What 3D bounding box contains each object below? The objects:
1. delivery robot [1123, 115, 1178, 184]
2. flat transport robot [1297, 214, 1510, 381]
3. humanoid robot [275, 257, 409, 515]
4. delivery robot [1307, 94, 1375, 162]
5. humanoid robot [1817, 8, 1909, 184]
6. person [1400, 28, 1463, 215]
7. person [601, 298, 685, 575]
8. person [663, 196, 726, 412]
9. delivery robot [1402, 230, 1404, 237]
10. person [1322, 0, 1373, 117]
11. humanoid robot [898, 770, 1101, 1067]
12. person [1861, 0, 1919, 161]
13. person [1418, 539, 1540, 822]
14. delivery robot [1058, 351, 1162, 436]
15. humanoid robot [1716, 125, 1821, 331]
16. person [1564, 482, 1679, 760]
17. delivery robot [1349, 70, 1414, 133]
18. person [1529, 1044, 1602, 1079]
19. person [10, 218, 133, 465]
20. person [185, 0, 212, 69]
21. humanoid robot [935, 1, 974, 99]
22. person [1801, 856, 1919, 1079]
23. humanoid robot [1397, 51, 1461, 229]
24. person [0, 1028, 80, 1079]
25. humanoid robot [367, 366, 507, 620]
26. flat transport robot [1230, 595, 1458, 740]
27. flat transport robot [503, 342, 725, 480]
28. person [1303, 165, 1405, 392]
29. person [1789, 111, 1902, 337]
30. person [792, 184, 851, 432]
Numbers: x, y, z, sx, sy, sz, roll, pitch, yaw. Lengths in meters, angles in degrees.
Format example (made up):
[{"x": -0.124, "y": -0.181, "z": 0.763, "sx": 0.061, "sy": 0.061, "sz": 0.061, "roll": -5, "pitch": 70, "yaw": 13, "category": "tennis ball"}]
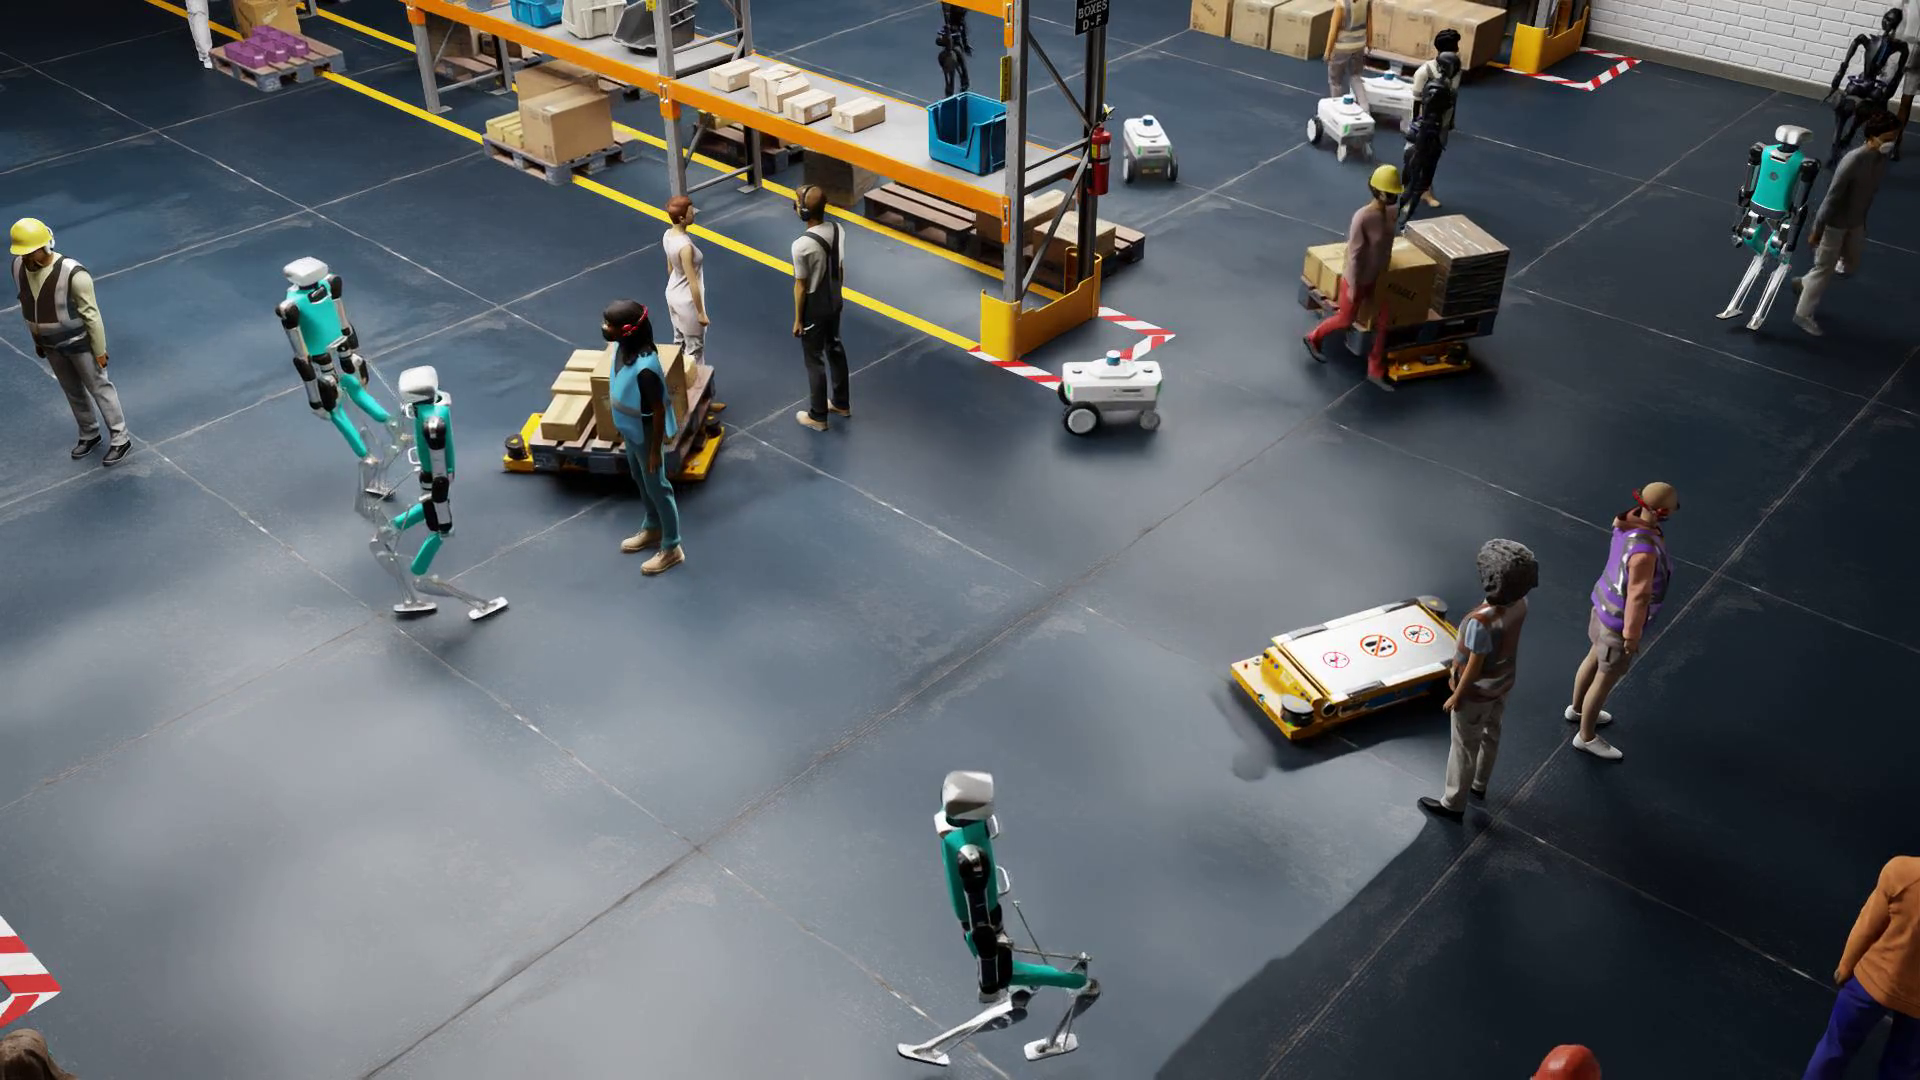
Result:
[{"x": 1.806, "y": -3.777, "z": 16.043, "sx": 0.499, "sy": 0.608, "sz": 0.799, "roll": -4, "pitch": 35, "yaw": -5, "category": "delivery robot"}, {"x": 3.421, "y": -1.707, "z": 13.284, "sx": 0.659, "sy": 0.231, "sz": 1.431, "roll": -10, "pitch": 36, "yaw": -14, "category": "flat transport robot"}, {"x": -3.950, "y": -0.969, "z": 10.937, "sx": 0.664, "sy": 1.811, "sz": 0.539, "roll": 12, "pitch": 36, "yaw": 17, "category": "humanoid robot"}, {"x": 3.825, "y": -4.136, "z": 16.546, "sx": 0.499, "sy": 0.589, "sz": 0.785, "roll": -8, "pitch": 35, "yaw": -11, "category": "delivery robot"}, {"x": 8.483, "y": -4.189, "z": 15.697, "sx": 0.635, "sy": 1.639, "sz": 0.723, "roll": 7, "pitch": 35, "yaw": 10, "category": "humanoid robot"}, {"x": 4.271, "y": -3.791, "z": 15.052, "sx": 0.535, "sy": 1.691, "sz": 0.319, "roll": -18, "pitch": 38, "yaw": -24, "category": "person"}, {"x": -1.967, "y": -0.653, "z": 10.350, "sx": 0.372, "sy": 1.864, "sz": 0.540, "roll": -20, "pitch": 39, "yaw": -26, "category": "person"}, {"x": -1.961, "y": -1.706, "z": 12.054, "sx": 0.285, "sy": 1.661, "sz": 0.443, "roll": -19, "pitch": 39, "yaw": -25, "category": "person"}, {"x": 3.721, "y": -2.308, "z": 13.902, "sx": 0.789, "sy": 0.593, "sz": 0.499, "roll": -27, "pitch": 43, "yaw": -33, "category": "delivery robot"}, {"x": 3.915, "y": -4.920, "z": 16.644, "sx": 0.539, "sy": 1.738, "sz": 0.427, "roll": -17, "pitch": 38, "yaw": -23, "category": "person"}, {"x": 0.241, "y": 1.679, "z": 7.099, "sx": 1.036, "sy": 1.733, "sz": 0.561, "roll": -5, "pitch": 35, "yaw": -8, "category": "humanoid robot"}, {"x": 9.157, "y": -4.634, "z": 16.071, "sx": 0.546, "sy": 1.926, "sz": 0.388, "roll": 13, "pitch": 37, "yaw": 18, "category": "person"}, {"x": 2.661, "y": 0.725, "z": 8.506, "sx": 0.446, "sy": 1.690, "sz": 0.311, "roll": -28, "pitch": 43, "yaw": -34, "category": "person"}, {"x": 1.085, "y": -1.097, "z": 12.146, "sx": 0.774, "sy": 0.592, "sz": 0.499, "roll": -1, "pitch": 35, "yaw": -1, "category": "delivery robot"}, {"x": 6.390, "y": -2.475, "z": 12.985, "sx": 0.735, "sy": 1.677, "sz": 0.533, "roll": -26, "pitch": 42, "yaw": -32, "category": "humanoid robot"}, {"x": 3.564, "y": 0.411, "z": 8.959, "sx": 0.346, "sy": 1.692, "sz": 0.496, "roll": 5, "pitch": 35, "yaw": 7, "category": "person"}, {"x": 4.352, "y": -4.527, "z": 17.134, "sx": 0.804, "sy": 0.614, "sz": 0.499, "roll": 14, "pitch": 37, "yaw": 20, "category": "delivery robot"}, {"x": 2.008, "y": 2.436, "z": 5.984, "sx": 0.402, "sy": 1.734, "sz": 0.582, "roll": -27, "pitch": 43, "yaw": -34, "category": "person"}, {"x": -6.132, "y": -1.368, "z": 11.428, "sx": 0.589, "sy": 1.825, "sz": 0.403, "roll": 9, "pitch": 36, "yaw": 13, "category": "person"}, {"x": -8.441, "y": -6.176, "z": 18.313, "sx": 0.412, "sy": 1.913, "sz": 0.640, "roll": -18, "pitch": 38, "yaw": -24, "category": "person"}, {"x": -0.059, "y": -4.988, "z": 16.795, "sx": 0.316, "sy": 1.646, "sz": 0.596, "roll": 10, "pitch": 36, "yaw": 14, "category": "humanoid robot"}, {"x": 3.835, "y": 1.789, "z": 6.724, "sx": 0.517, "sy": 1.974, "sz": 0.398, "roll": 19, "pitch": 39, "yaw": 25, "category": "person"}, {"x": 4.045, "y": -3.500, "z": 14.649, "sx": 0.477, "sy": 1.645, "sz": 0.617, "roll": 19, "pitch": 39, "yaw": 26, "category": "humanoid robot"}, {"x": -3.219, "y": 2.386, "z": 6.127, "sx": 0.485, "sy": 1.659, "sz": 0.339, "roll": -12, "pitch": 36, "yaw": -16, "category": "person"}, {"x": -3.250, "y": -0.191, "z": 9.813, "sx": 0.891, "sy": 1.778, "sz": 0.581, "roll": -11, "pitch": 36, "yaw": -15, "category": "humanoid robot"}, {"x": 2.374, "y": 0.731, "z": 9.751, "sx": 1.431, "sy": 0.231, "sz": 0.659, "roll": -14, "pitch": 37, "yaw": -19, "category": "flat transport robot"}, {"x": -2.450, "y": -0.701, "z": 11.825, "sx": 1.431, "sy": 0.231, "sz": 0.659, "roll": 4, "pitch": 35, "yaw": 5, "category": "flat transport robot"}, {"x": 2.998, "y": -2.000, "z": 12.413, "sx": 0.527, "sy": 1.740, "sz": 0.781, "roll": -22, "pitch": 40, "yaw": -28, "category": "person"}, {"x": 6.893, "y": -2.503, "z": 13.026, "sx": 0.572, "sy": 1.869, "sz": 0.543, "roll": -15, "pitch": 37, "yaw": -21, "category": "person"}, {"x": -0.999, "y": -1.646, "z": 11.820, "sx": 0.344, "sy": 1.839, "sz": 0.499, "roll": 20, "pitch": 40, "yaw": 27, "category": "person"}]
